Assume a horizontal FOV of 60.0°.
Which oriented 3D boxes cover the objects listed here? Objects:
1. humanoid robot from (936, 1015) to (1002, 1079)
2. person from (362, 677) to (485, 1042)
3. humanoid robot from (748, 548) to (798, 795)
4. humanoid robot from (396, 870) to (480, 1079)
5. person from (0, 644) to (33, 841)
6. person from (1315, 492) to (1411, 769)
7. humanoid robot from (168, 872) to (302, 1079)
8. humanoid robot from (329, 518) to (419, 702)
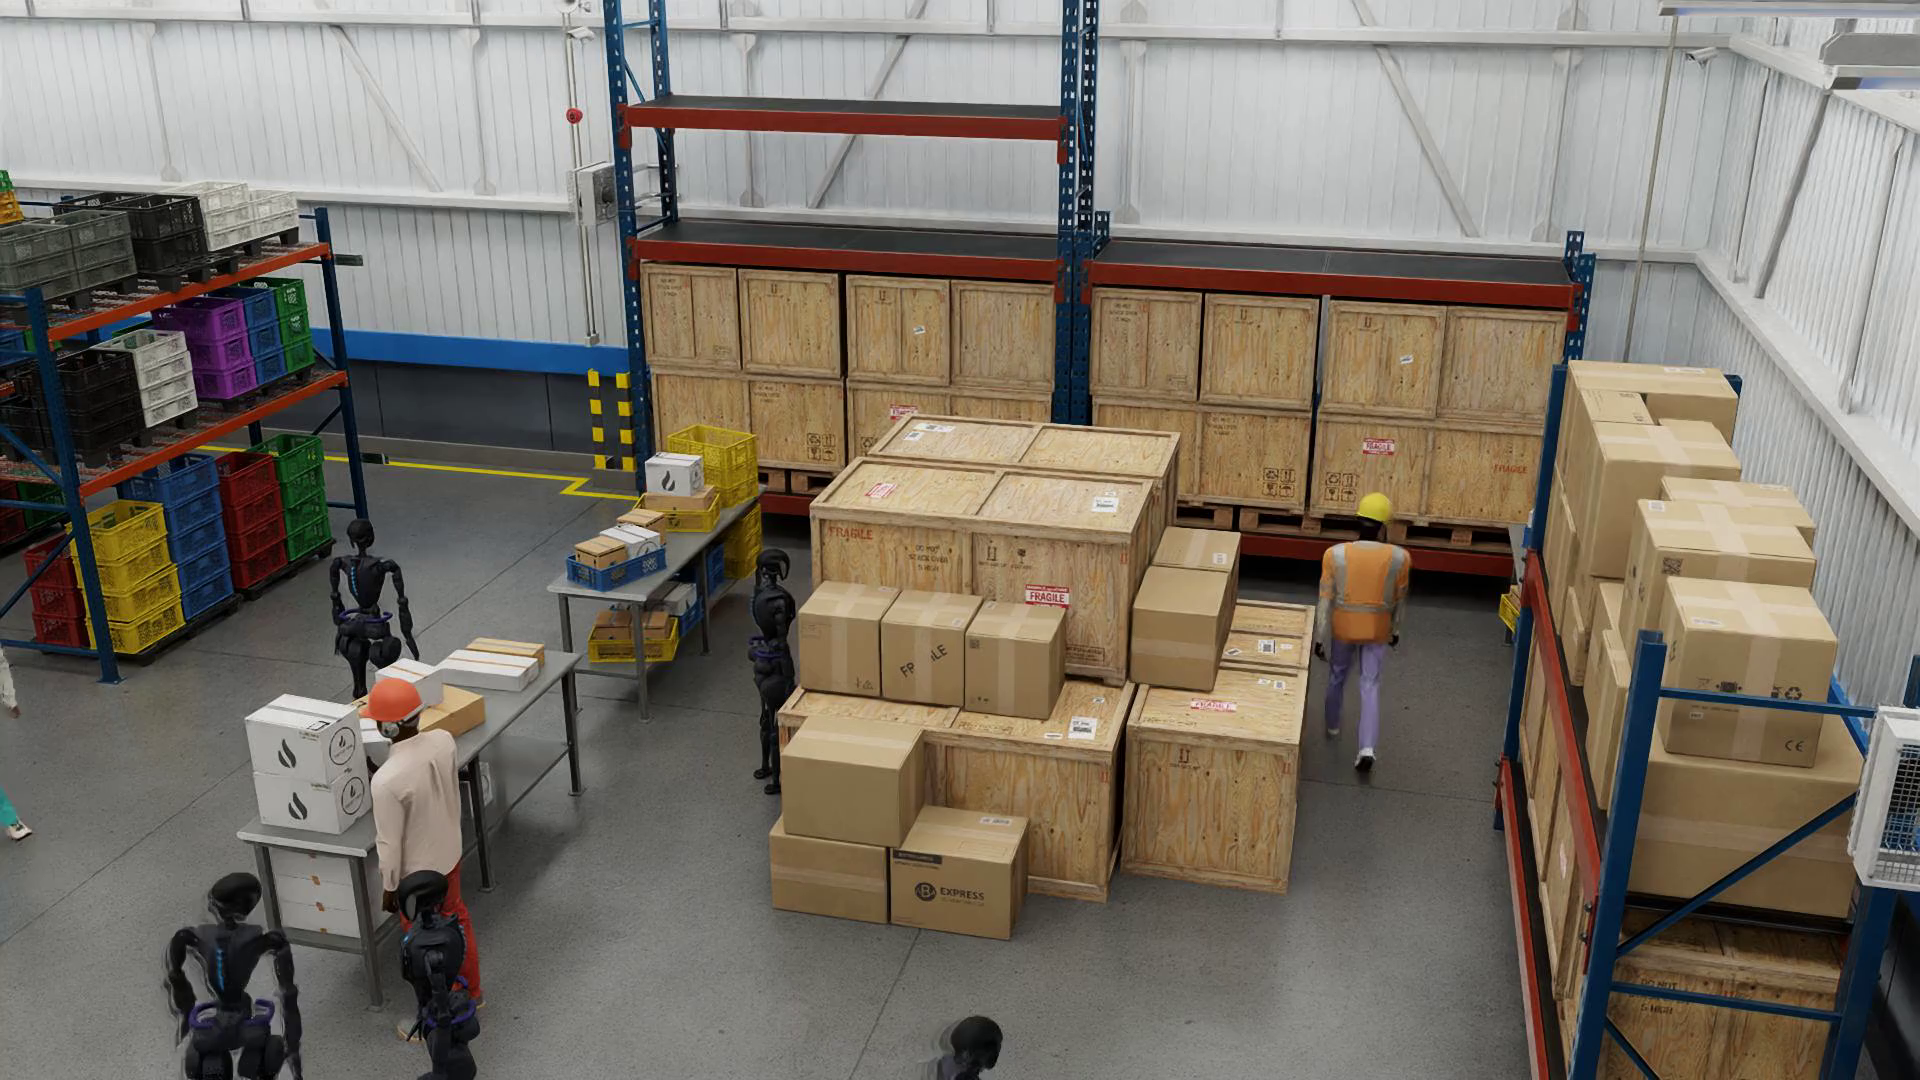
[{"bbox_3d":[-0.076,2.593,6.386,0.776,1.641,0.640,-10,23,-25],"label":"humanoid robot"},{"bbox_3d":[-2.740,1.609,8.438,0.406,1.986,0.616,6,22,16],"label":"person"},{"bbox_3d":[-1.207,0.835,10.867,0.321,1.657,0.603,-7,22,-18],"label":"humanoid robot"},{"bbox_3d":[-2.299,2.184,7.337,0.328,1.659,0.588,-10,23,-24],"label":"humanoid robot"},{"bbox_3d":[-6.139,1.043,10.296,0.920,1.702,0.529,11,23,26],"label":"person"},{"bbox_3d":[2.700,0.591,11.240,0.587,1.894,0.857,4,21,10],"label":"person"},{"bbox_3d":[-3.206,2.214,7.361,0.591,1.617,0.734,-5,22,-14],"label":"humanoid robot"},{"bbox_3d":[-4.037,0.648,11.384,0.594,1.649,0.364,5,21,13],"label":"humanoid robot"}]
